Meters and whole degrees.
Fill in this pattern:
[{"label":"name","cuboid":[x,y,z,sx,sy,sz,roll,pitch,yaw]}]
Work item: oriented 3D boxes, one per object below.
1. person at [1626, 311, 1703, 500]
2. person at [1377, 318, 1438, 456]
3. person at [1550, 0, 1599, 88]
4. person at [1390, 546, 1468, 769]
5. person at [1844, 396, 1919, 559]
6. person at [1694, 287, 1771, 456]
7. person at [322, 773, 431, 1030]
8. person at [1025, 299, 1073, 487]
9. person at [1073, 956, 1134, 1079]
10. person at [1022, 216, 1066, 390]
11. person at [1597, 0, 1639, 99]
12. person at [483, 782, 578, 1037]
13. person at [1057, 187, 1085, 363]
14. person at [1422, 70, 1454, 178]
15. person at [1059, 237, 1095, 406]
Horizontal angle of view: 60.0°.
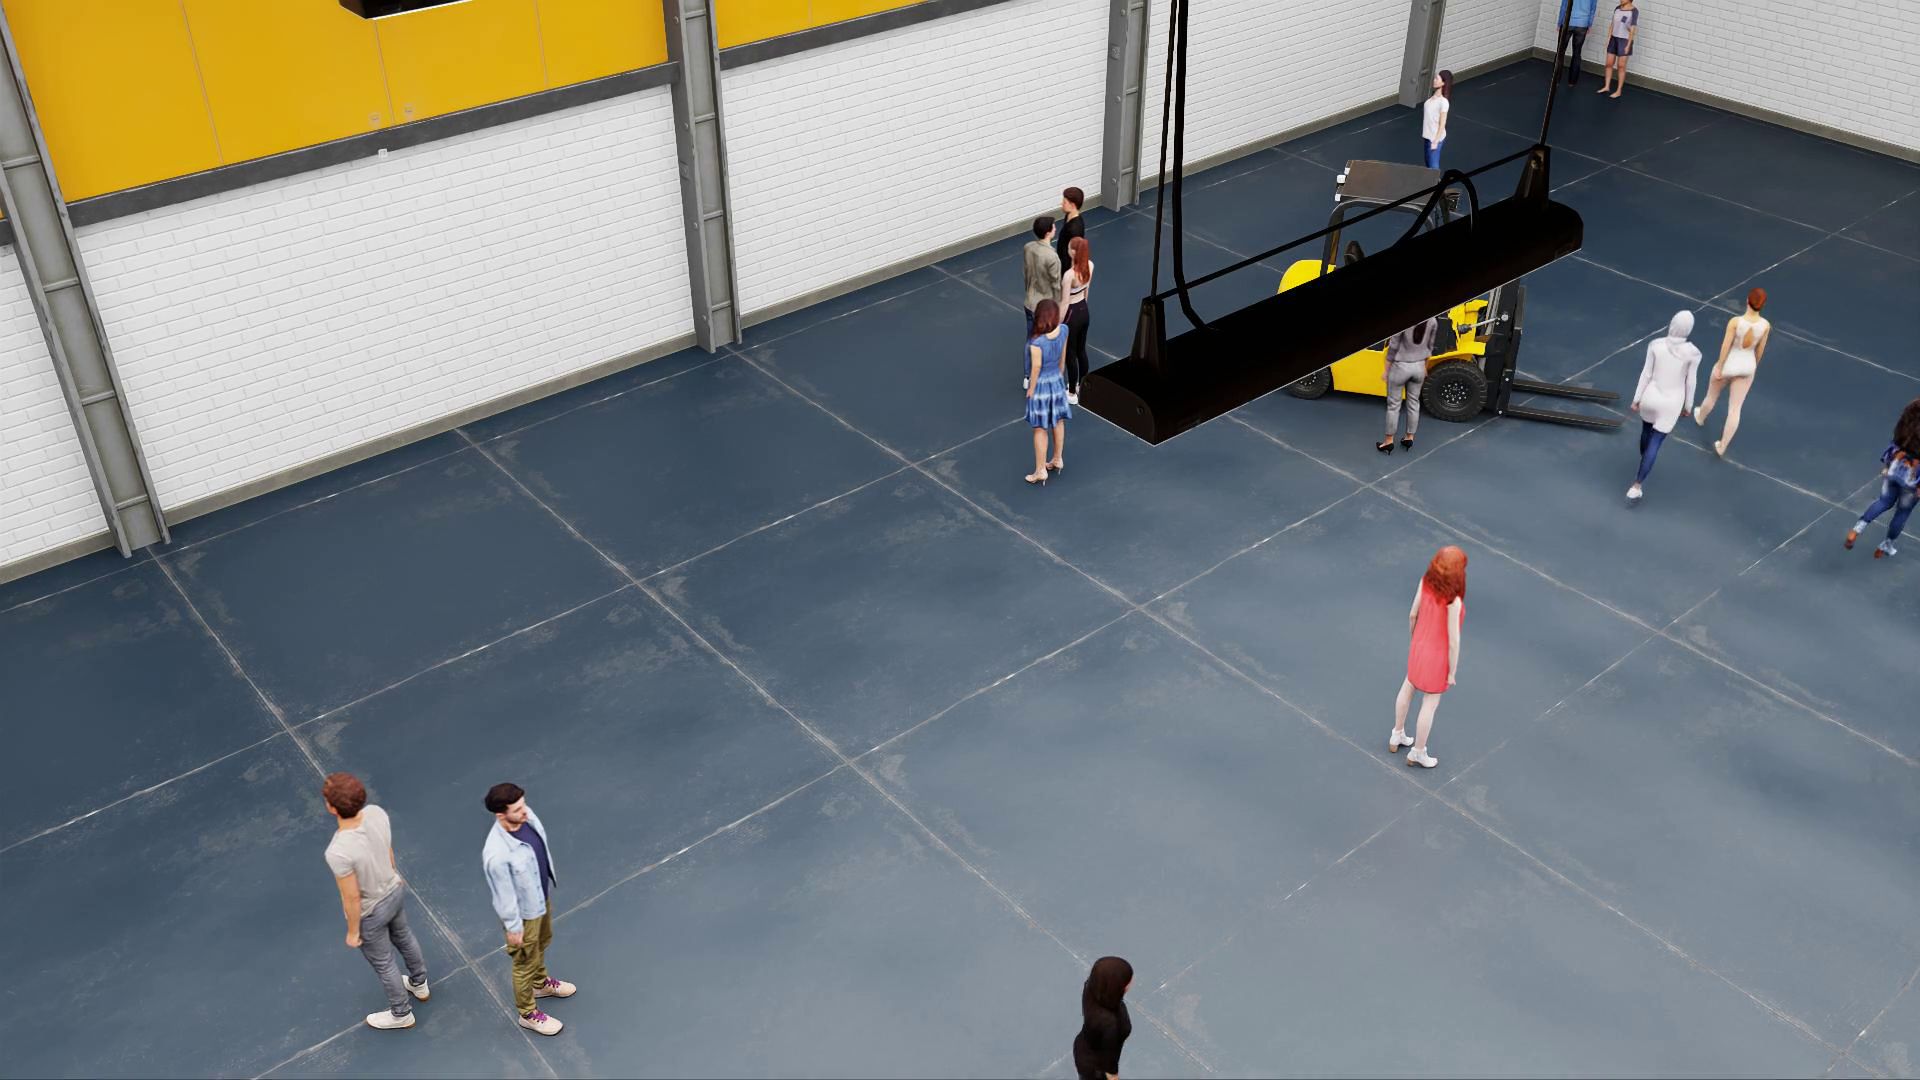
[{"label":"person","cuboid":[6.224,-1.165,14.820,0.837,1.736,1.199,22,39,29]},{"label":"person","cuboid":[4.153,-1.571,15.483,0.663,1.677,0.771,-8,34,-11]},{"label":"person","cuboid":[9.027,-7.589,24.408,0.744,1.820,0.776,7,34,11]},{"label":"person","cuboid":[3.320,0.817,11.757,0.604,1.826,0.655,-14,36,-20]},{"label":"person","cuboid":[7.863,-0.499,13.932,0.909,1.609,0.748,-14,36,-20]},{"label":"person","cuboid":[7.244,-1.532,15.488,0.953,1.606,1.046,5,34,7]},{"label":"person","cuboid":[-3.427,2.114,9.741,0.805,1.898,0.701,9,35,13]},{"label":"person","cuboid":[0.772,-1.341,15.022,0.756,1.805,0.552,27,42,34]},{"label":"person","cuboid":[0.668,2.820,8.925,0.813,1.624,0.734,-8,34,-12]},{"label":"person","cuboid":[0.796,-2.317,16.436,0.579,1.864,0.715,-22,39,-29]},{"label":"person","cuboid":[9.591,-7.245,24.124,0.564,1.561,0.607,-18,38,-25]},{"label":"person","cuboid":[-2.563,2.133,9.789,0.809,1.811,0.733,4,34,7]},{"label":"person","cuboid":[1.146,-2.744,17.082,0.802,1.861,0.775,-2,34,-2]},{"label":"person","cuboid":[5.882,-4.981,20.606,0.722,1.685,0.677,0,34,1]},{"label":"person","cuboid":[1.139,-2.165,16.319,0.682,1.741,0.519,25,41,32]}]
